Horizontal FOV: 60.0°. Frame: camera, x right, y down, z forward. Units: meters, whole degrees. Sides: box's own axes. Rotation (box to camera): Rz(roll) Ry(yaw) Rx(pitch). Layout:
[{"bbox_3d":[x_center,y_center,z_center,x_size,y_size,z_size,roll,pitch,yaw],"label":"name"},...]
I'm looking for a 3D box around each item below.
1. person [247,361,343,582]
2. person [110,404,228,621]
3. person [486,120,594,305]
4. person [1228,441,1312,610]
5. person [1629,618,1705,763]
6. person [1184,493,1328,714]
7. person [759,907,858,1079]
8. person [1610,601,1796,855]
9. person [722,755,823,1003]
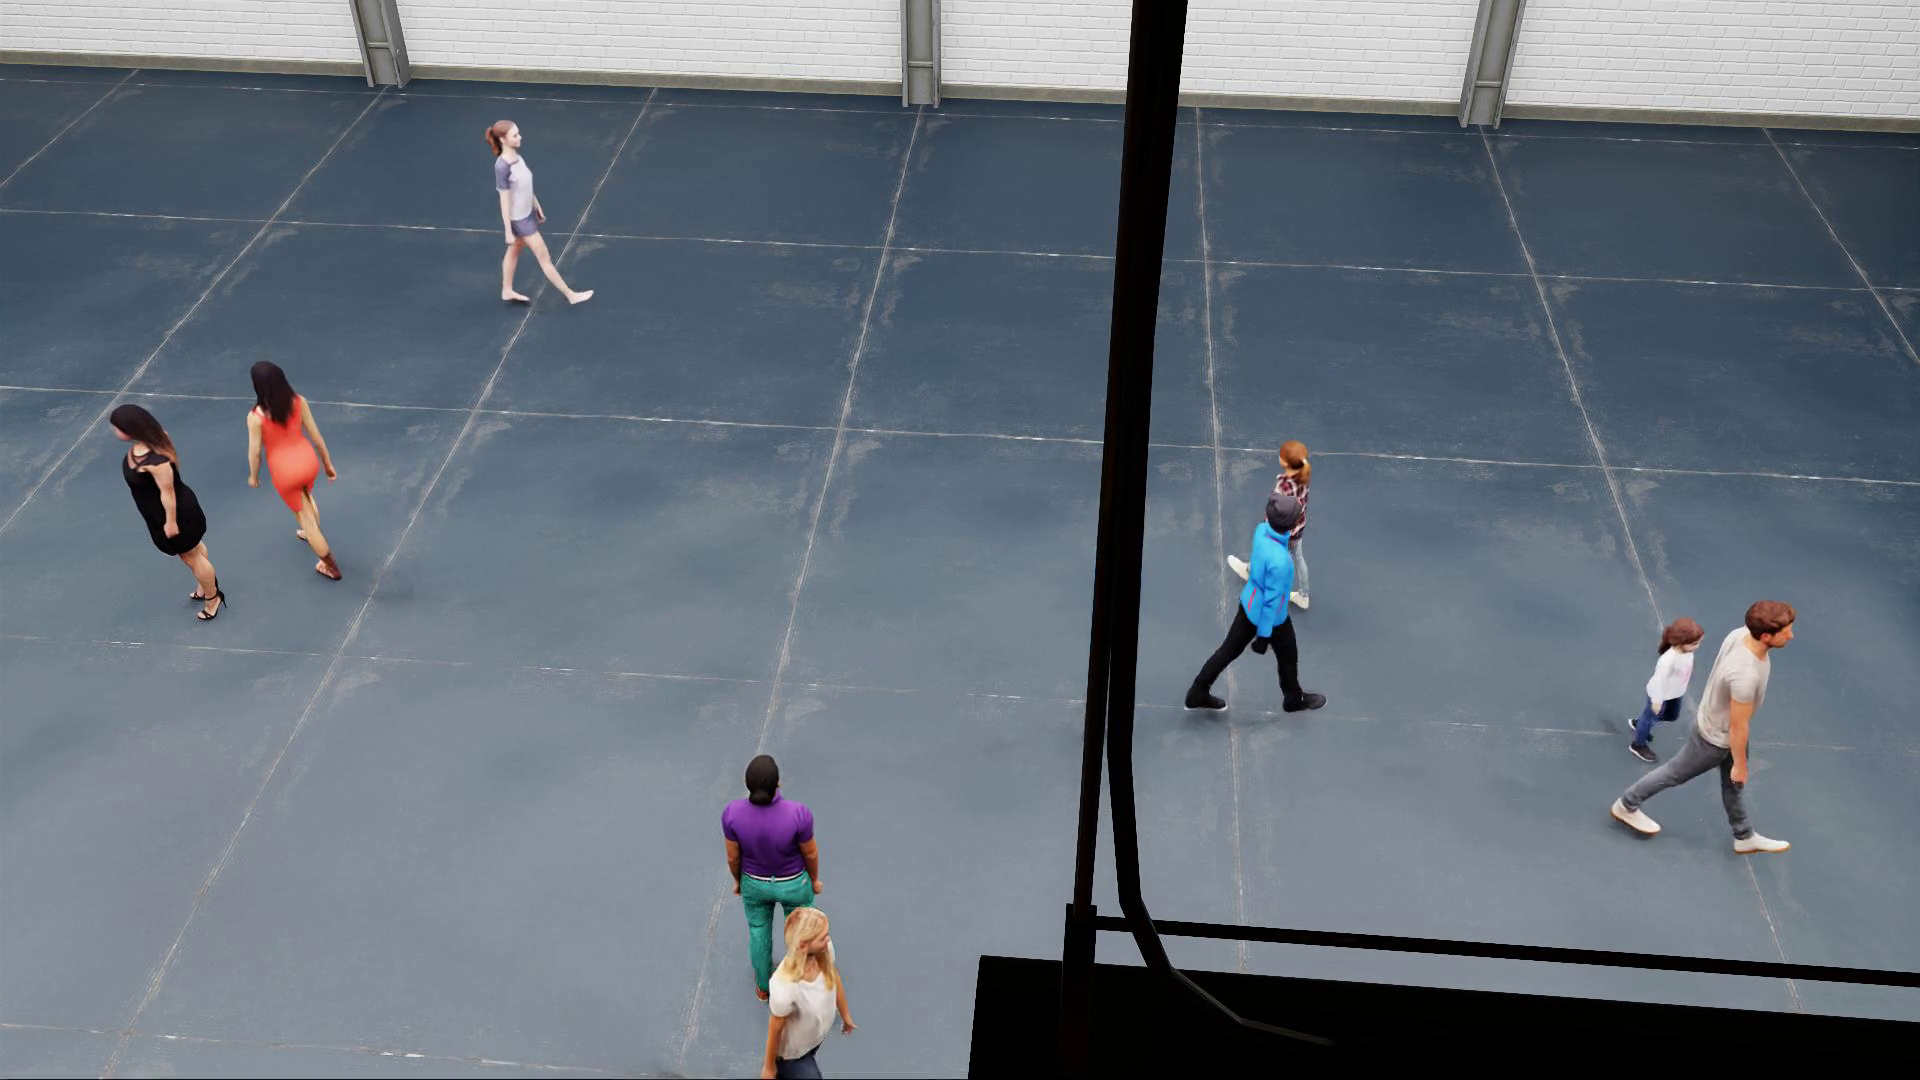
[{"bbox_3d":[-4.499,-0.425,11.392,0.979,1.696,0.861,23,44,26],"label":"person"},{"bbox_3d":[-5.247,-0.200,11.098,0.781,1.711,0.760,-18,42,-21],"label":"person"},{"bbox_3d":[-3.869,-2.774,14.308,1.081,1.728,0.631,1,39,1],"label":"person"},{"bbox_3d":[2.266,-0.075,11.297,0.894,1.268,0.956,-28,46,-30],"label":"person"},{"bbox_3d":[4.297,0.880,10.229,0.548,1.108,0.611,-23,44,-26],"label":"person"},{"bbox_3d":[1.768,0.458,10.242,1.215,1.752,0.828,-5,39,-7],"label":"person"},{"bbox_3d":[-0.833,2.343,7.875,1.236,1.759,0.895,18,42,21],"label":"person"},{"bbox_3d":[4.202,1.060,9.418,1.307,1.840,0.999,17,42,21],"label":"person"},{"bbox_3d":[-0.955,1.761,8.597,0.523,1.768,0.690,1,39,1],"label":"person"}]
